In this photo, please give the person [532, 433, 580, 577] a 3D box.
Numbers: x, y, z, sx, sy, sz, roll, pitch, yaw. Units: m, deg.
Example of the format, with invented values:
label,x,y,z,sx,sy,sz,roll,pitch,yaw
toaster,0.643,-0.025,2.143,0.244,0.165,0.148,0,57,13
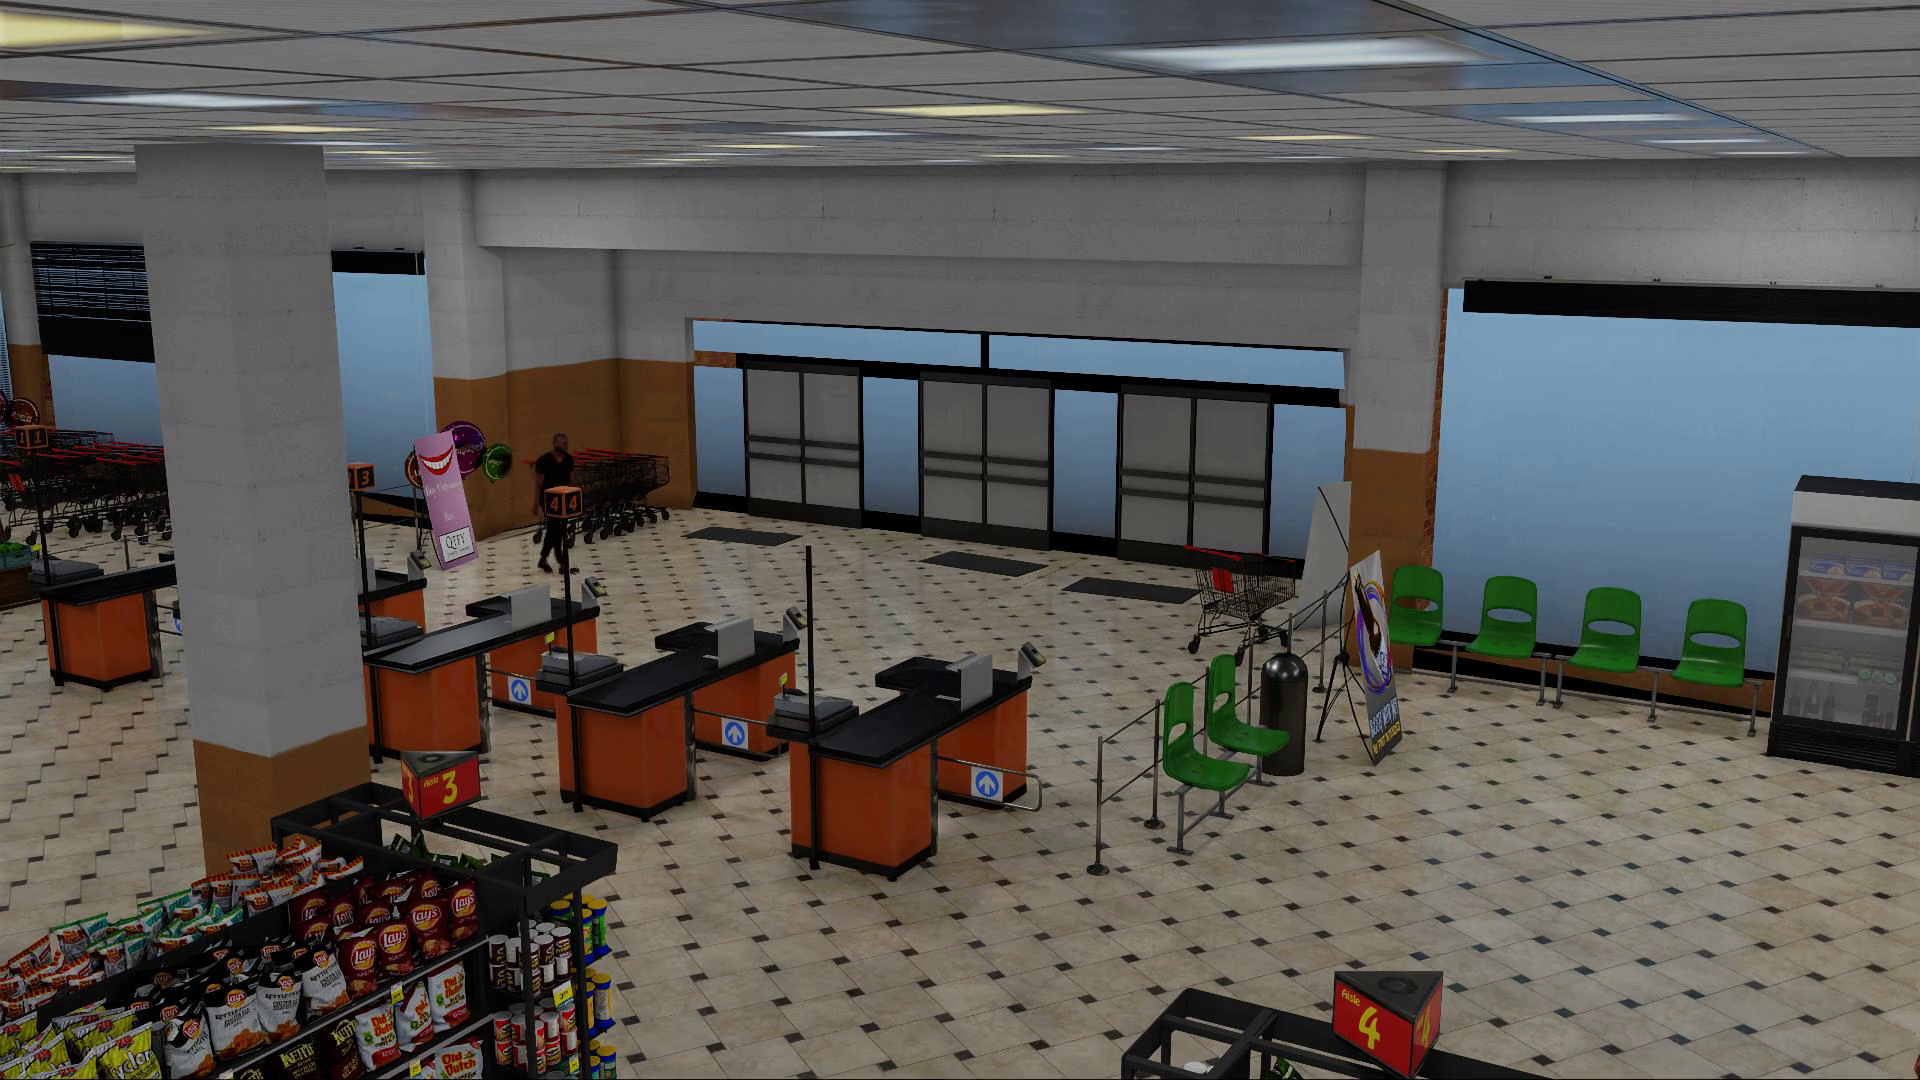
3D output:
label,x,y,z,sx,sy,sz,roll,pitch,yaw
person,-5.134,-0.443,20.740,0.827,1.777,1.017,11,16,43
